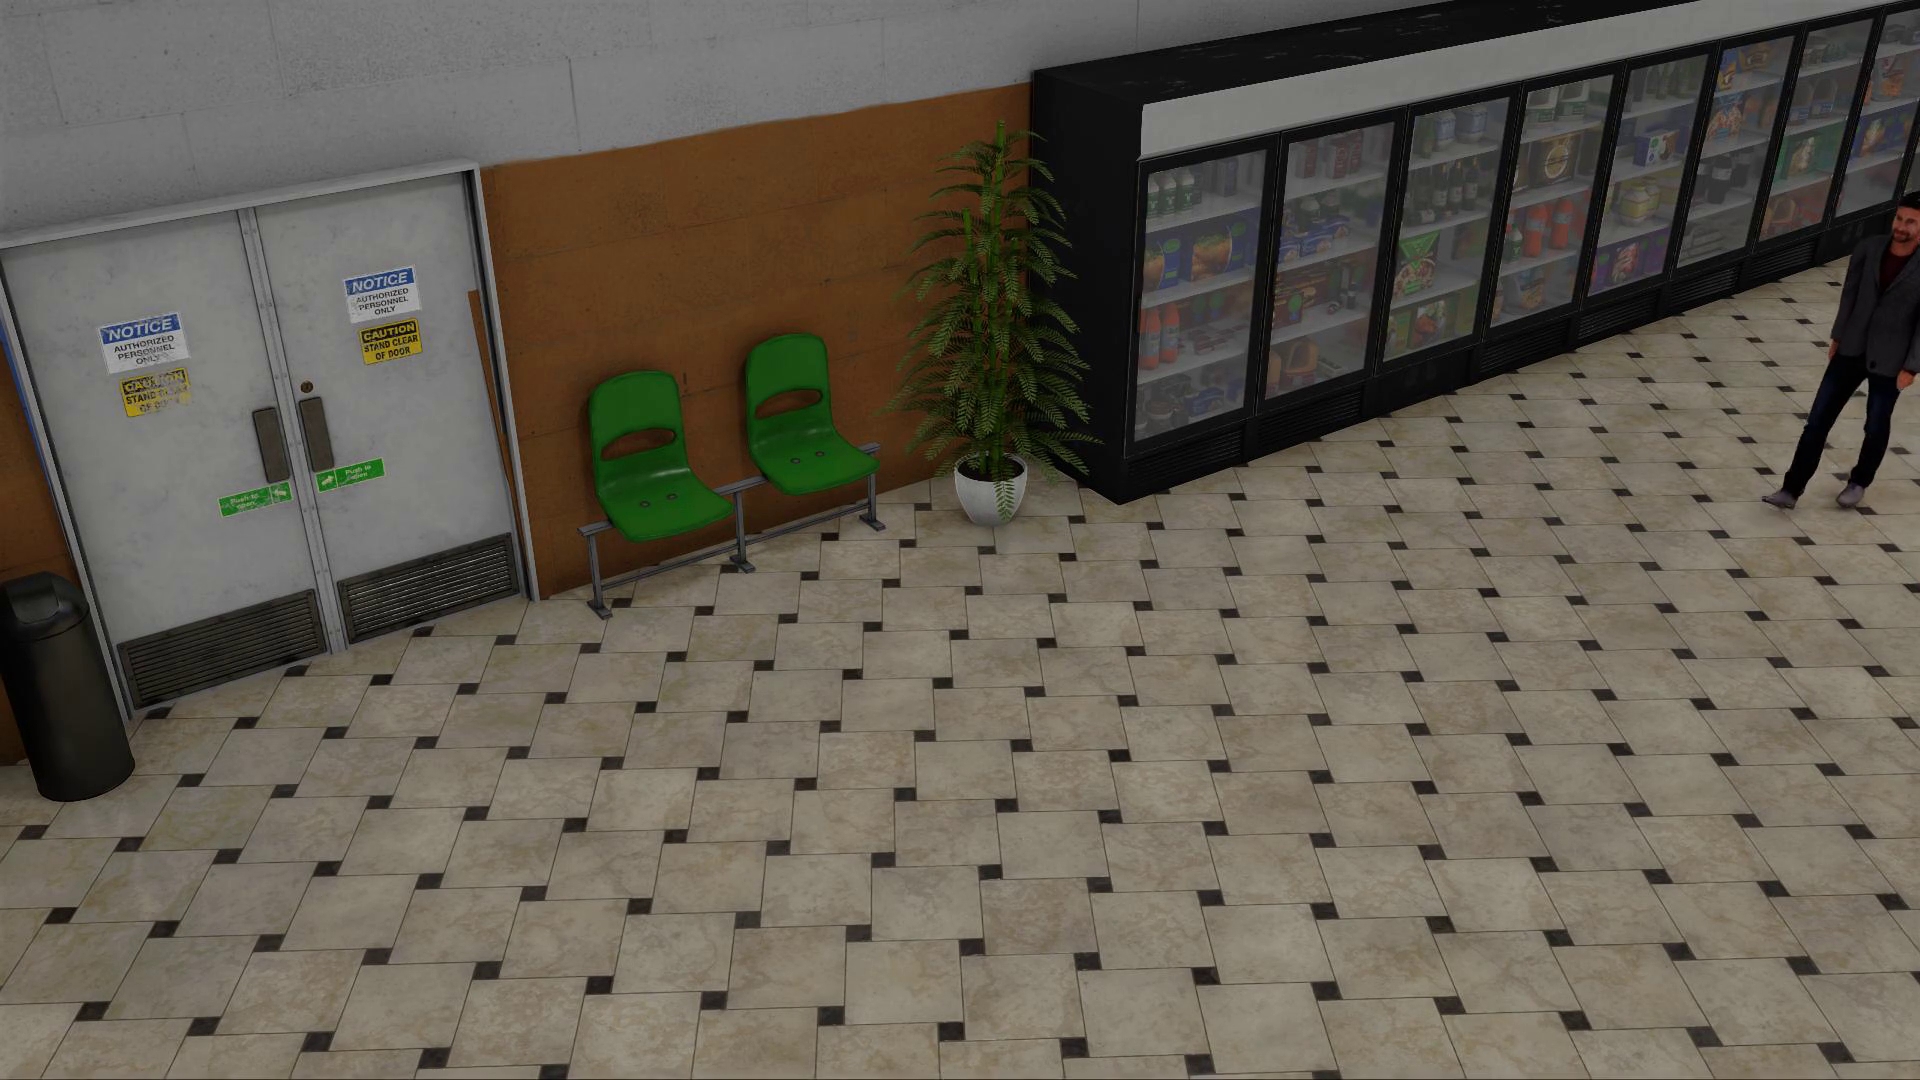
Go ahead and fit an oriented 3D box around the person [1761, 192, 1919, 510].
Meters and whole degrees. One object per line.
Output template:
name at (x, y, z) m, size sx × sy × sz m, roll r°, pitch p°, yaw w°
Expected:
person at (5.055, -1.023, 9.134) m, size 0.843 × 1.842 × 0.985 m, roll -23°, pitch 36°, yaw -35°
